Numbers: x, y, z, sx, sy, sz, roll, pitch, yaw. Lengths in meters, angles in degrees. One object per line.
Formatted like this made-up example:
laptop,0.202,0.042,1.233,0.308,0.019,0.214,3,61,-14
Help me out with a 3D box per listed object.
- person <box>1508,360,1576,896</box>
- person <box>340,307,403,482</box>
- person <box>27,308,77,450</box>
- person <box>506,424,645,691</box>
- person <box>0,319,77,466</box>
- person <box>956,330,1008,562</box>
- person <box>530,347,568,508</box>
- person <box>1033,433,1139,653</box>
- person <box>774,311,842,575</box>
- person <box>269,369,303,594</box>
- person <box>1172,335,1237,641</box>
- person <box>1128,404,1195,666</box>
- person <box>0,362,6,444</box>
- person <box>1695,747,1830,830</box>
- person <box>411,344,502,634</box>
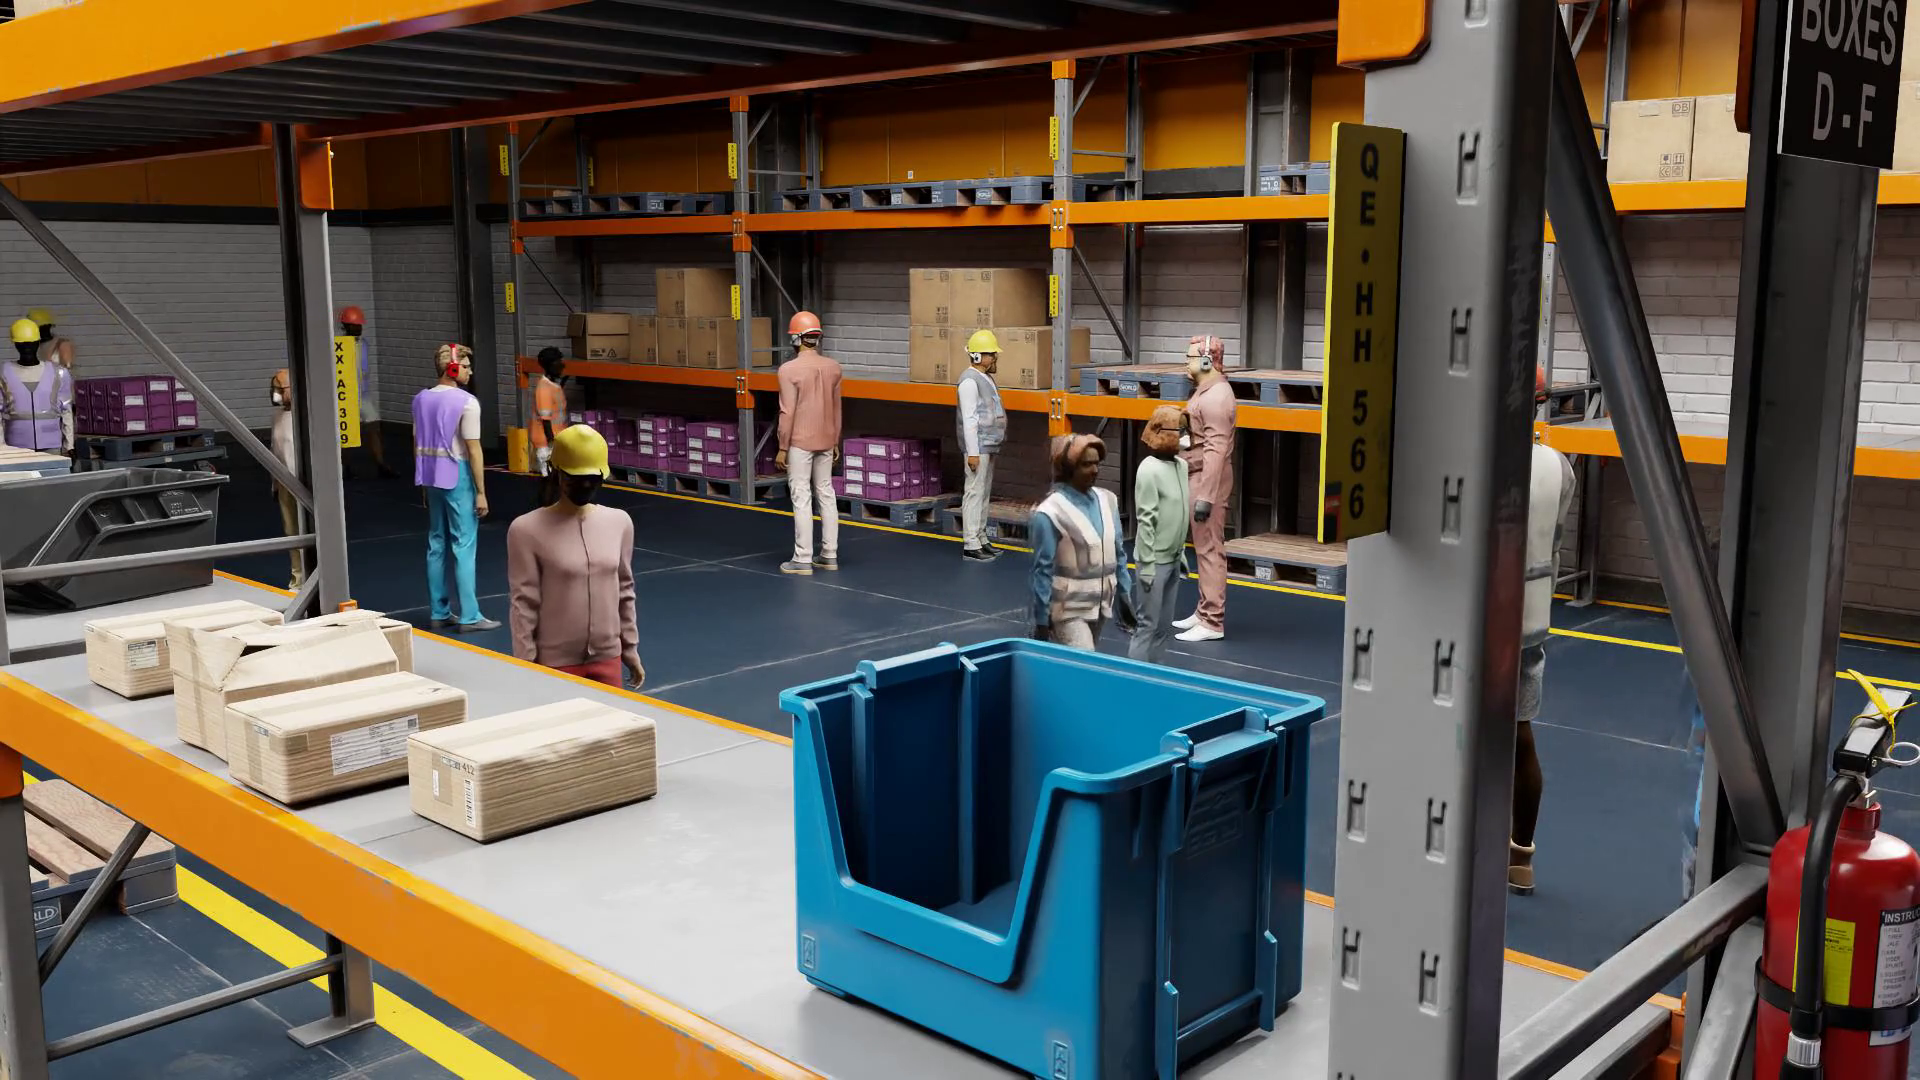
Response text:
person,1.931,0.322,6.018,0.611,2.048,0.364,-8,12,-40
person,-6.454,-1.550,17.931,0.915,1.896,0.576,5,10,28
person,-9.620,-1.522,17.762,0.620,1.901,0.621,3,10,19
person,-1.398,0.450,6.122,0.523,1.759,0.332,-8,13,-42
person,-7.258,-0.765,13.045,0.585,1.929,0.370,-6,11,-34
person,0.179,-0.749,13.242,0.404,1.830,0.602,2,10,14
person,-3.552,-0.850,14.402,0.324,1.655,0.735,-2,9,-12
person,0.496,0.314,7.397,0.815,1.607,0.509,8,12,40
person,-1.159,-0.735,12.654,0.389,1.992,0.625,9,13,42
person,-4.576,-0.360,11.463,0.509,1.631,0.268,6,11,34
person,1.514,-0.322,10.397,0.407,1.910,0.639,1,9,7
person,1.043,0.119,8.522,0.285,1.633,0.501,5,11,30
person,-8.455,-0.939,14.421,0.918,1.837,0.528,7,11,35
person,2.104,0.759,4.519,0.844,1.664,0.537,6,11,34
person,-3.246,-0.319,10.583,0.564,1.838,0.389,6,11,31
